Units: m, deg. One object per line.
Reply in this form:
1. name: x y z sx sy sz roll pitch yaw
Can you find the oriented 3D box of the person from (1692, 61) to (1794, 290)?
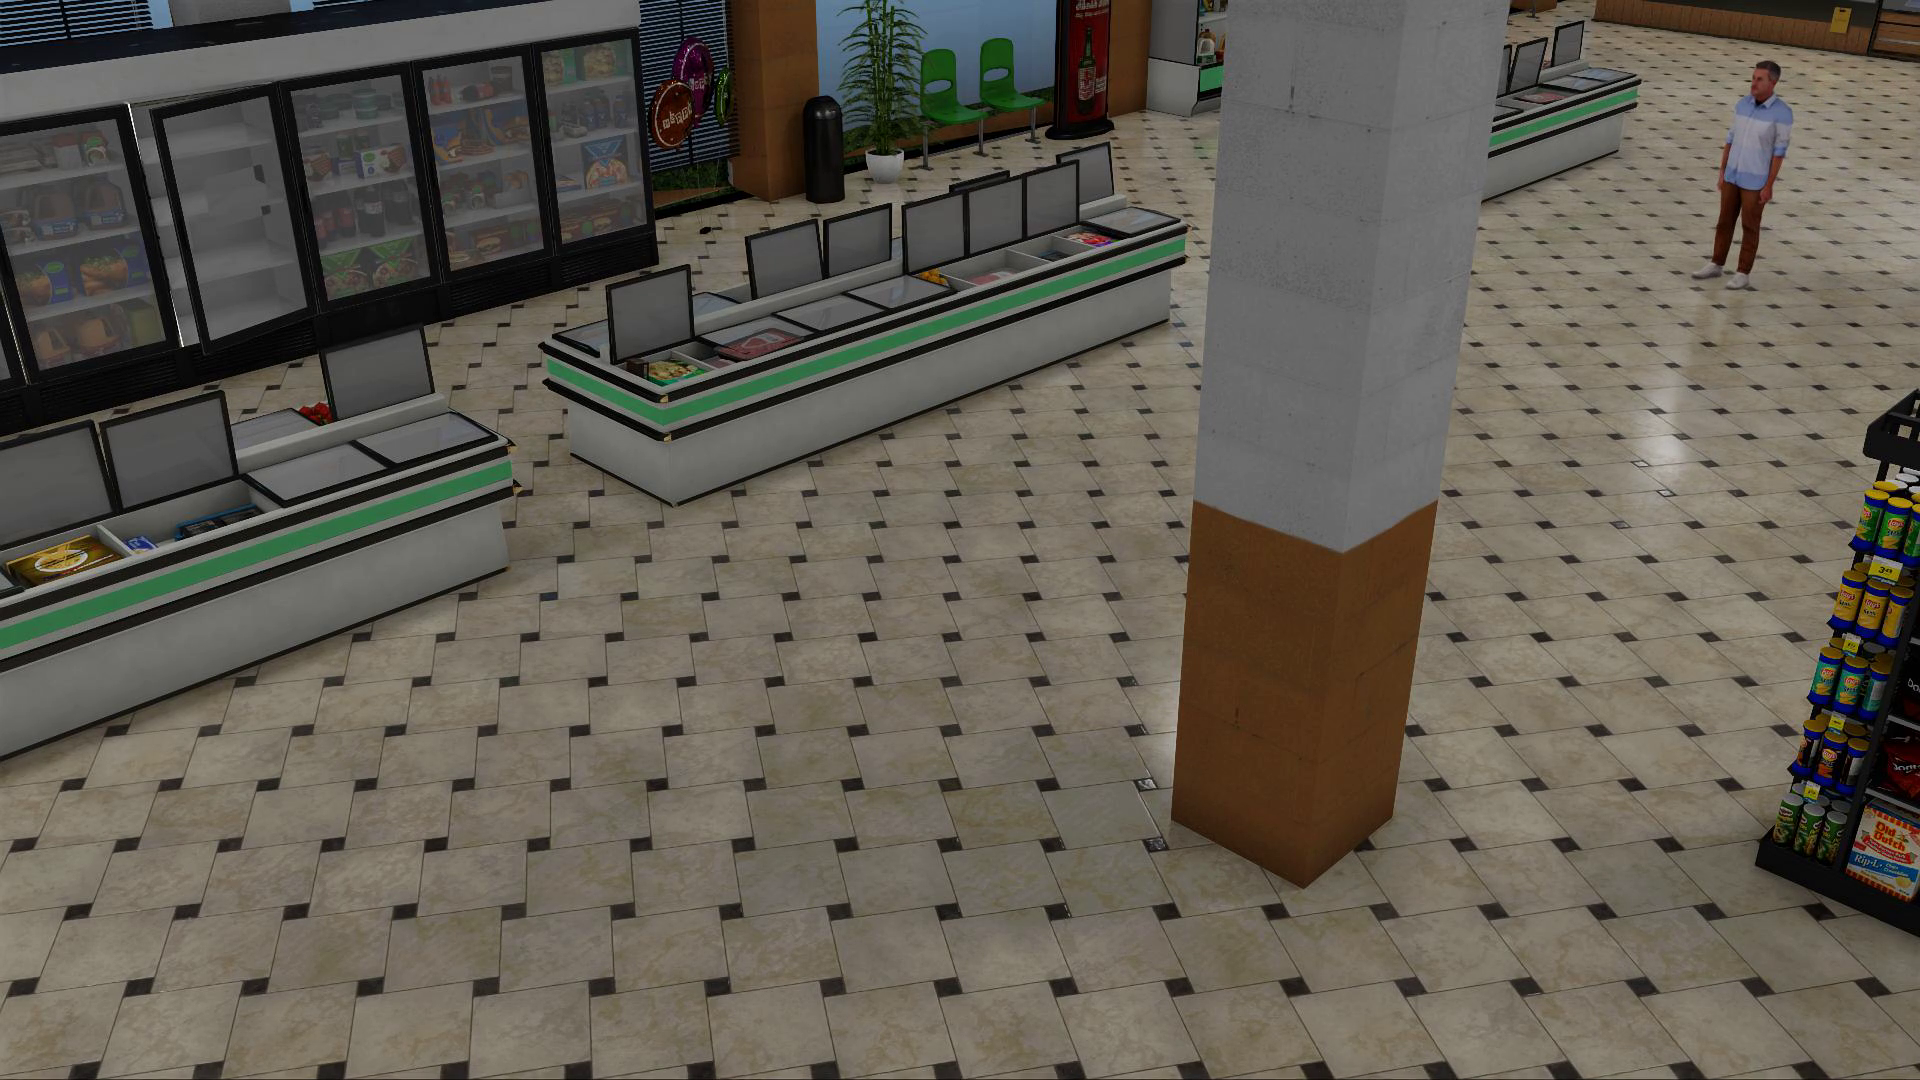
1. person: 6.454 -2.990 13.607 0.658 1.825 0.743 -14 30 -26
